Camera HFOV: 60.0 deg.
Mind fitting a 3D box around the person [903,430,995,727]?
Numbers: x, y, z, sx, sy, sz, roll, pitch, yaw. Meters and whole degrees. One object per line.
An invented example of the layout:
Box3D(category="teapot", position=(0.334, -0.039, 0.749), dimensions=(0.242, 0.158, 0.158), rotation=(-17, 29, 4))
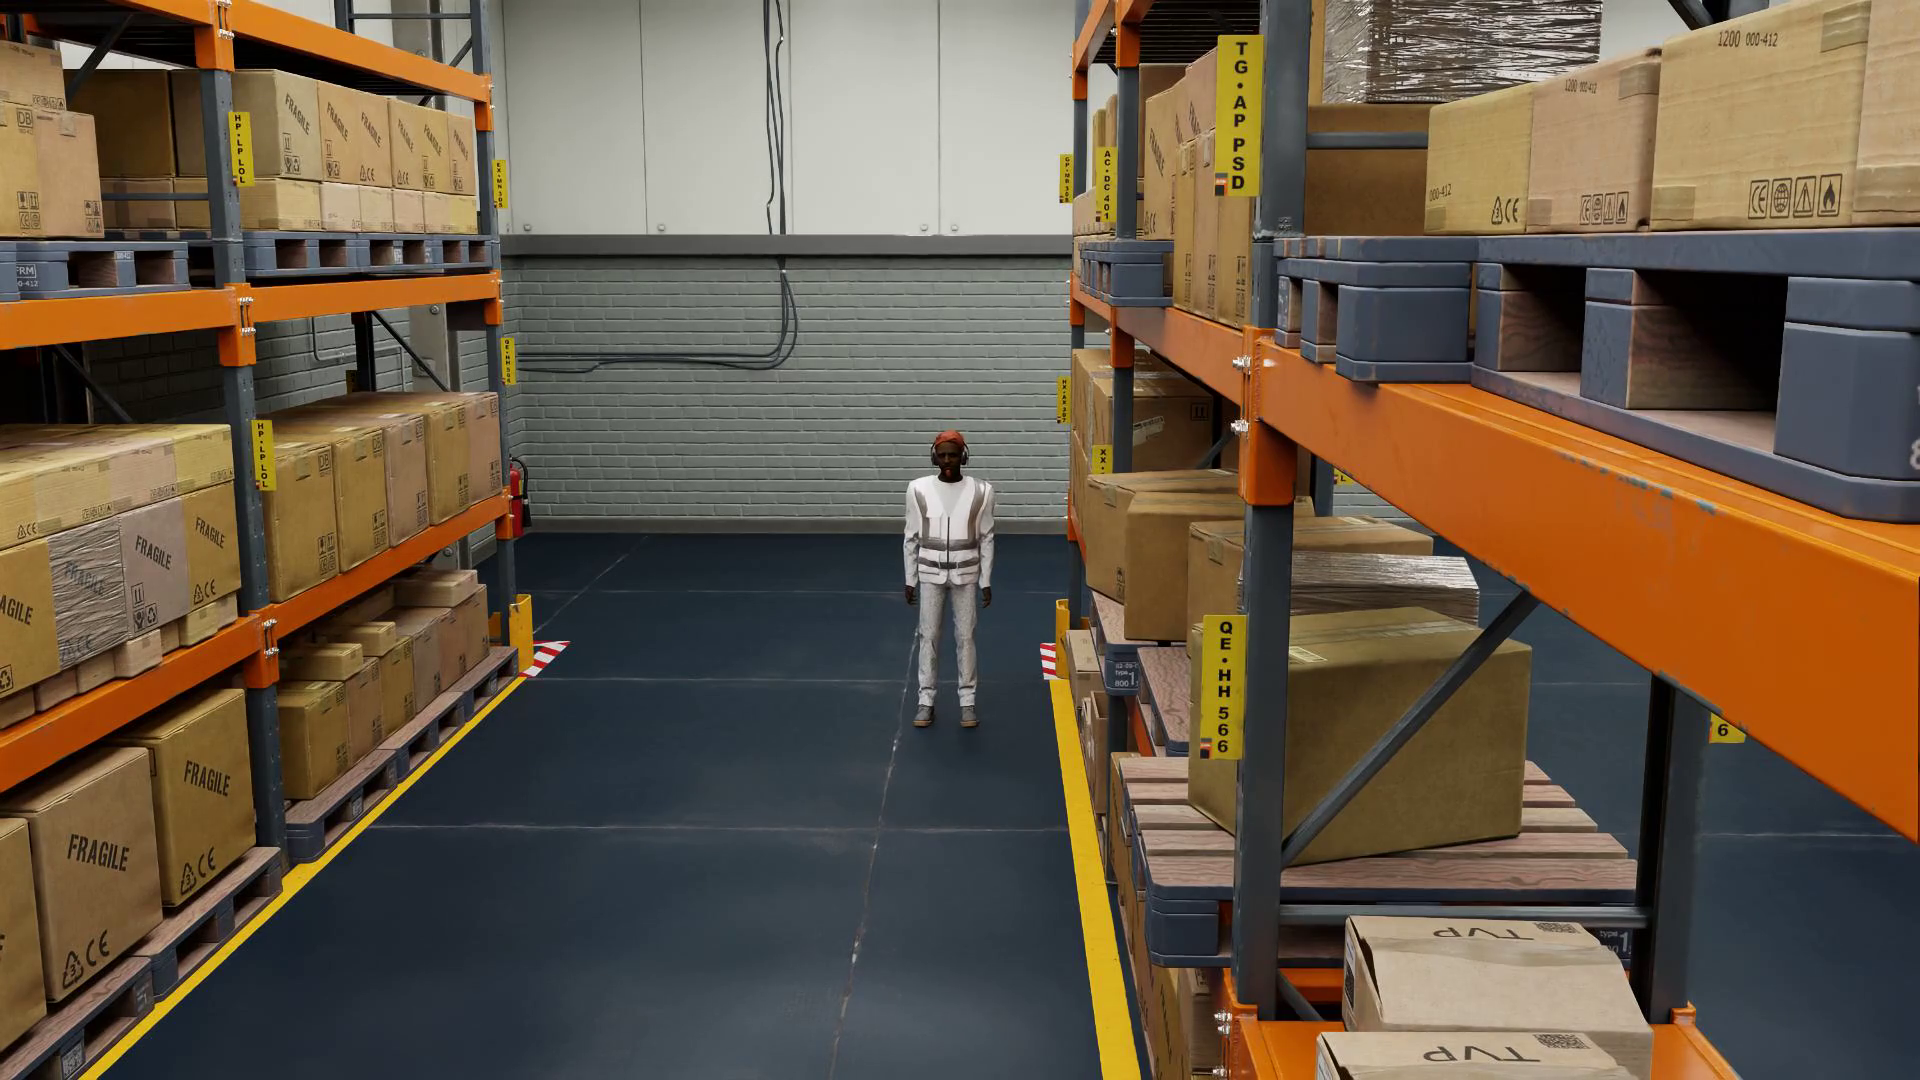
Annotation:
Box3D(category="person", position=(-0.071, 0.247, 10.479), dimensions=(0.576, 1.882, 0.355), rotation=(0, 10, 1))
